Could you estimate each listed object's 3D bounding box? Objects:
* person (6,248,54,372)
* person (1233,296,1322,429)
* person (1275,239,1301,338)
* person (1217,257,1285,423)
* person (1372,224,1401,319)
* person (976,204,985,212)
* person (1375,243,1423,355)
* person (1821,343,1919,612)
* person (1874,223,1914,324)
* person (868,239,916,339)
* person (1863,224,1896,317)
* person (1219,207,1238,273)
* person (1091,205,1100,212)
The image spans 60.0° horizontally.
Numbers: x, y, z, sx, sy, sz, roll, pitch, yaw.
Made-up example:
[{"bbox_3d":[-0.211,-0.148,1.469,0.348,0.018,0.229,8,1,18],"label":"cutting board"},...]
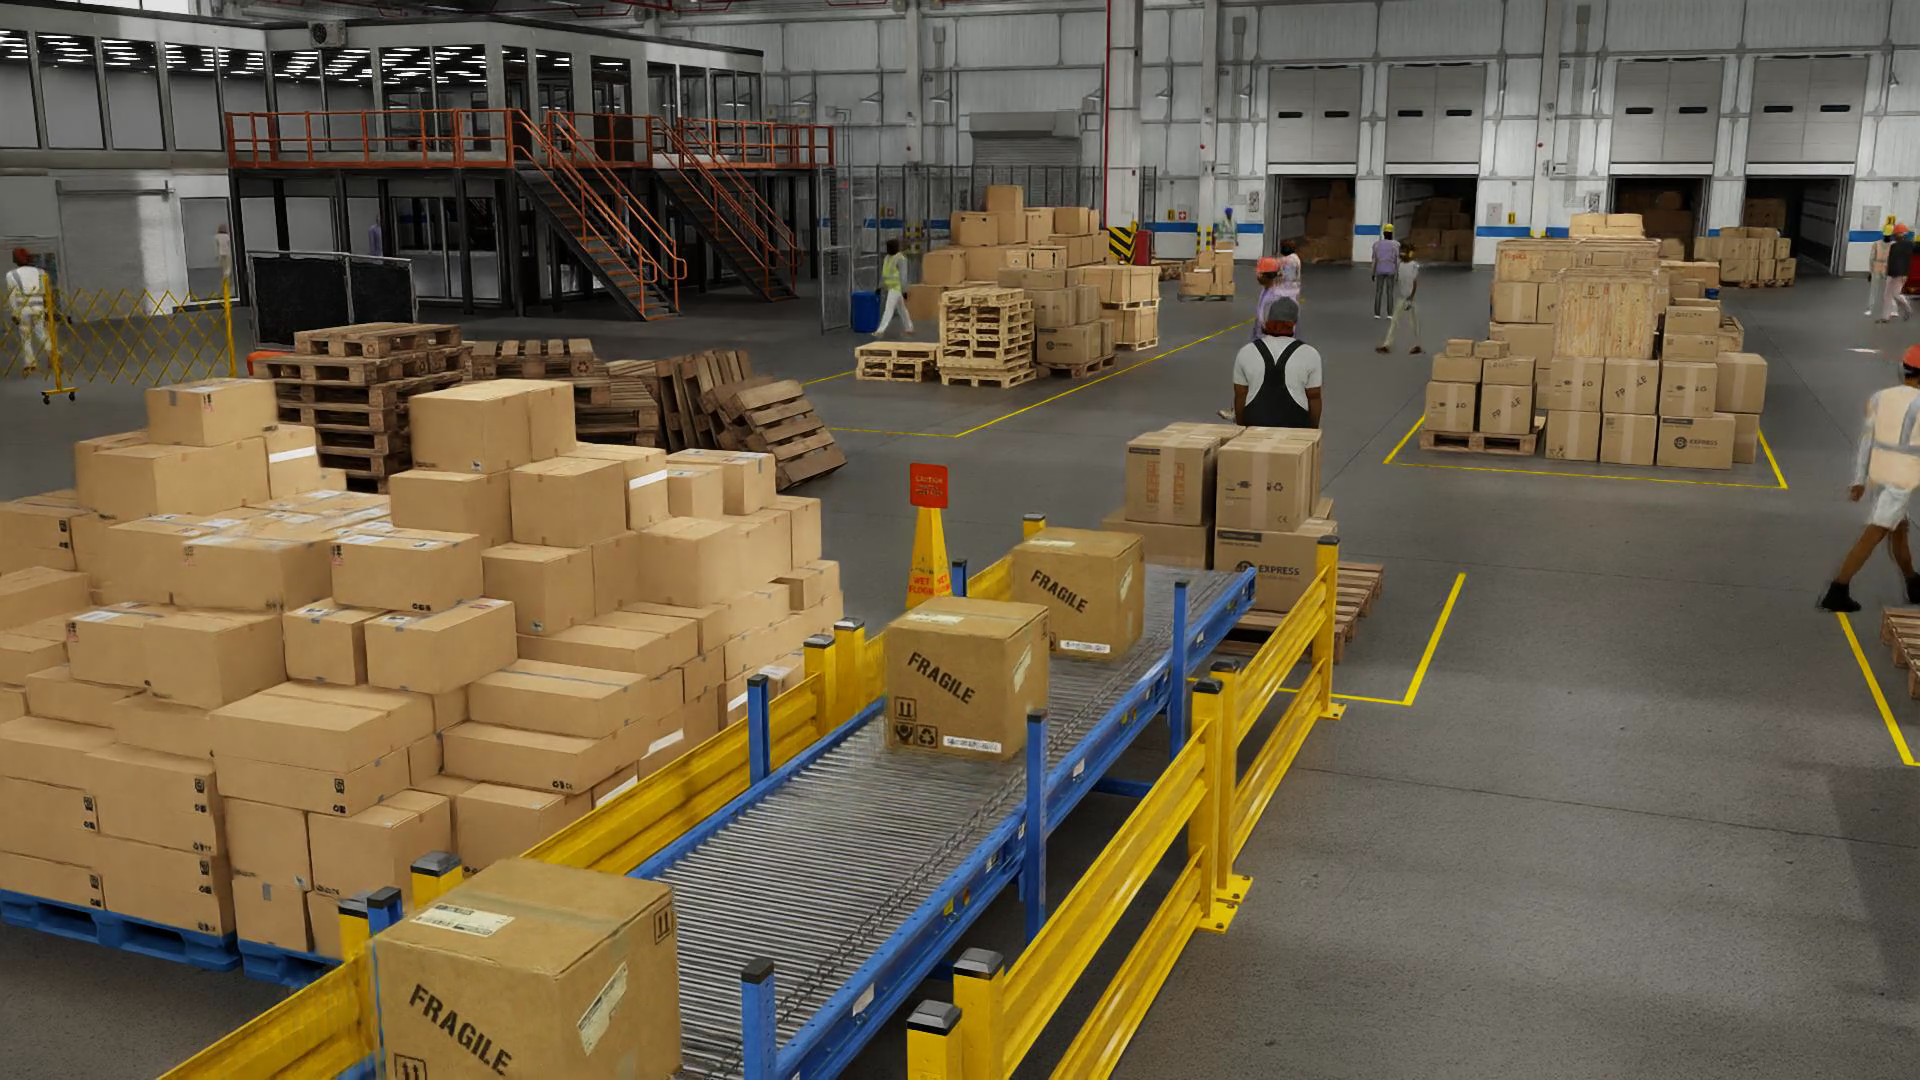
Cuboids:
[{"bbox_3d":[-13.865,-3.419,24.807,0.624,1.869,0.591,9,16,36],"label":"person"},{"bbox_3d":[2.521,-0.912,13.178,0.689,2.000,0.537,4,13,19],"label":"person"},{"bbox_3d":[5.580,-4.200,28.374,0.429,1.841,0.633,4,13,18],"label":"person"},{"bbox_3d":[3.655,-2.383,19.904,1.073,1.985,0.634,-1,13,-3],"label":"person"},{"bbox_3d":[8.646,-5.443,33.757,0.587,1.927,0.369,6,14,23],"label":"person"},{"bbox_3d":[0.795,-9.391,51.364,0.696,1.973,0.626,-4,13,-19],"label":"person"},{"bbox_3d":[7.279,-3.933,27.239,0.980,1.820,0.513,-9,15,-34],"label":"person"},{"bbox_3d":[6.415,-0.422,11.370,1.059,1.877,0.556,-3,13,-12],"label":"person"},{"bbox_3d":[18.409,-5.214,32.616,0.599,1.977,0.642,-2,13,-10],"label":"person"},{"bbox_3d":[-1.202,-4.538,30.034,0.987,1.792,0.629,-6,14,-24],"label":"person"},{"bbox_3d":[19.164,-5.588,34.475,0.631,1.909,0.426,11,17,40],"label":"person"},{"bbox_3d":[7.859,-8.830,48.939,0.616,1.930,0.741,-7,14,-28],"label":"person"},{"bbox_3d":[4.020,-9.371,51.400,0.681,1.922,0.547,-3,13,-12],"label":"person"}]
